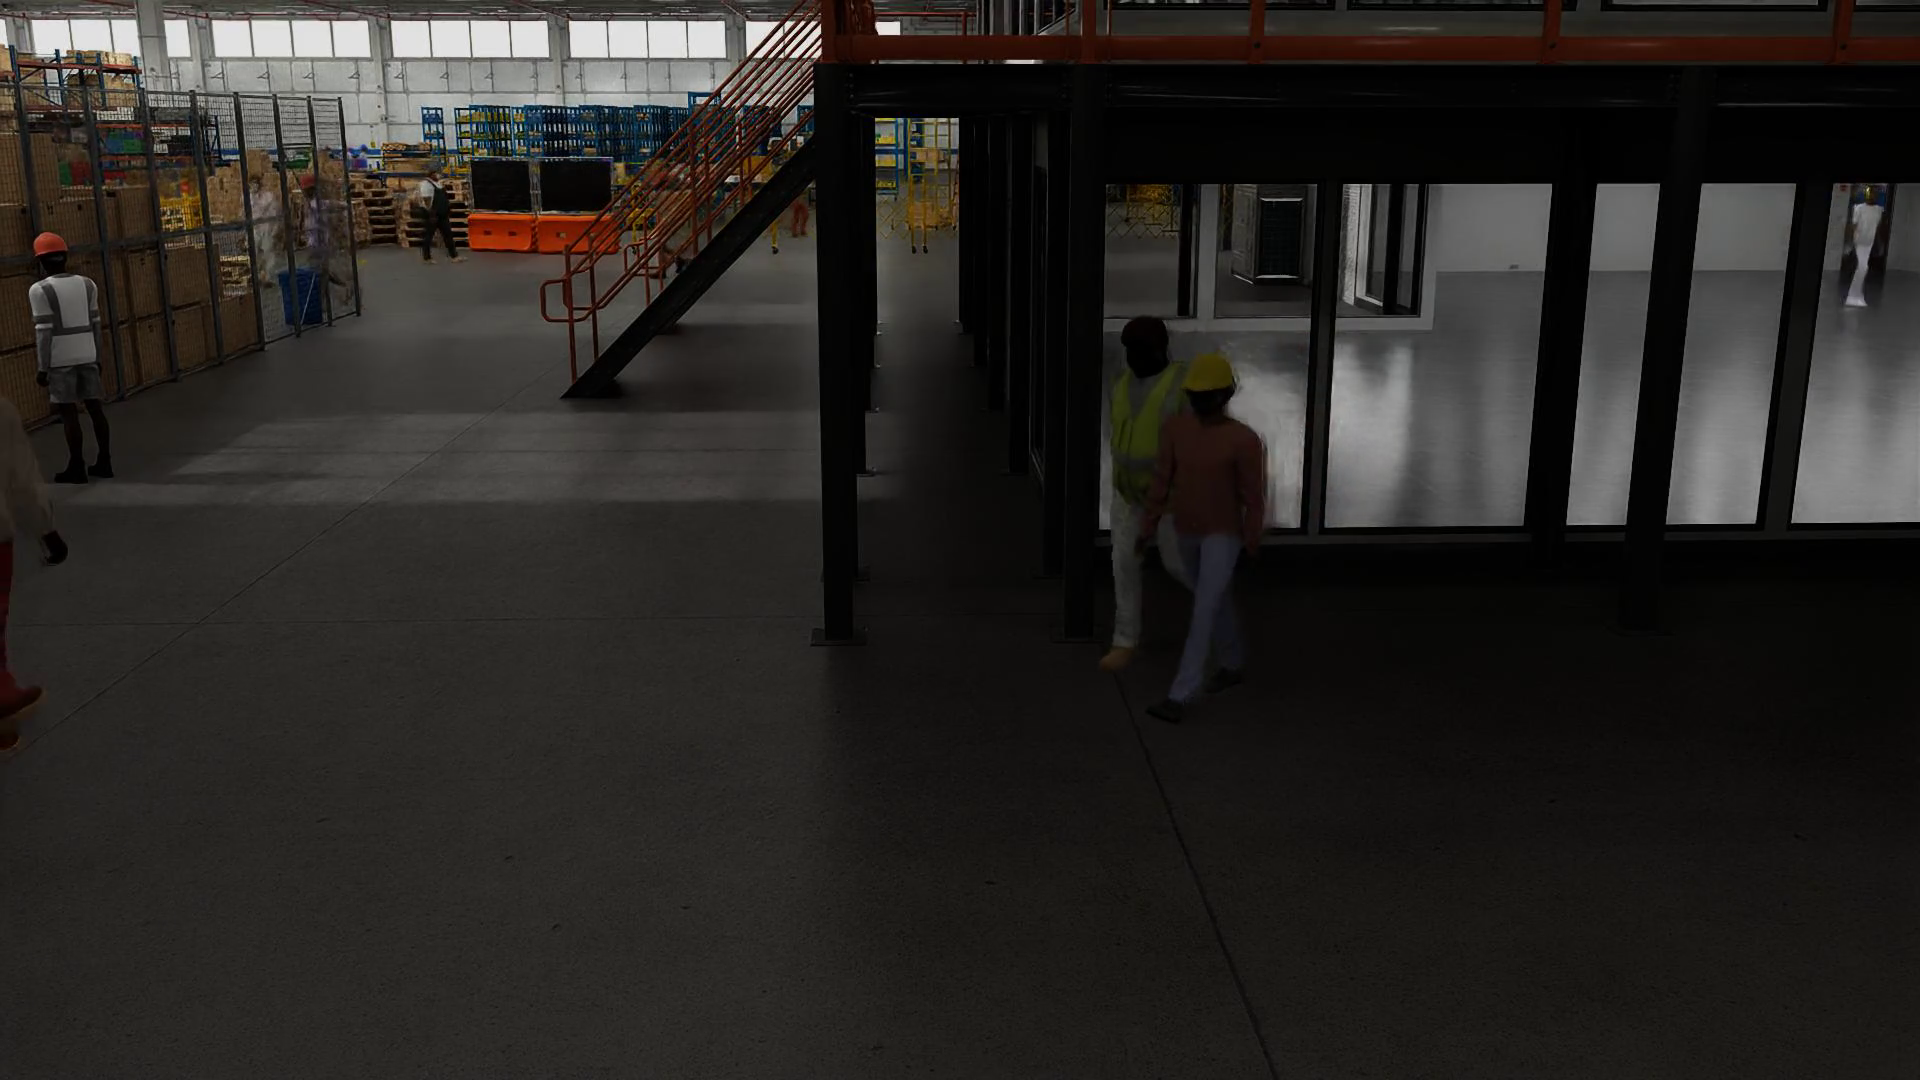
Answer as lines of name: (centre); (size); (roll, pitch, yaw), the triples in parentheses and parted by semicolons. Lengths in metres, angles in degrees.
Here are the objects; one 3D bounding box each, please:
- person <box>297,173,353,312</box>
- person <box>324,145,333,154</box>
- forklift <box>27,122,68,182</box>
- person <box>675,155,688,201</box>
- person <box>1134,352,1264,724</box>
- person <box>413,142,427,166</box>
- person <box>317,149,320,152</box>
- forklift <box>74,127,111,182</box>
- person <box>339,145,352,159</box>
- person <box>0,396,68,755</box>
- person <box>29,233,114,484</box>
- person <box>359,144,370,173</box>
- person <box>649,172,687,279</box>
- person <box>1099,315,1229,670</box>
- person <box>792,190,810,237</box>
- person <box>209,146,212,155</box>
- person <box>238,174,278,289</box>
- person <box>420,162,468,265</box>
person: (-9.452, -4.382, 24.568); (0.665, 2.031, 0.622); (-4, 15, -17)
person: (-31.463, -18.812, 82.904); (0.898, 1.705, 0.556); (5, 15, 21)
forklift: (-35.376, -14.773, 64.377); (1.129, 2.768, 1.873); (-1, 14, -2)
person: (-8.791, -11.269, 52.493); (0.466, 1.838, 0.547); (9, 17, 32)
person: (1.130, -0.023, 7.797); (0.537, 1.713, 0.946); (14, 19, 43)
person: (-25.935, -18.139, 79.857); (0.652, 1.888, 0.434); (-12, 18, -39)
person: (-31.063, -18.237, 80.317); (0.392, 1.847, 0.563); (3, 14, 11)
forklift: (-37.851, -16.734, 72.216); (1.129, 2.768, 1.873); (-1, 14, -2)
person: (-27.433, -16.759, 74.436); (0.586, 1.835, 0.403); (2, 14, 7)
person: (-4.282, -0.046, 7.366); (0.625, 1.967, 0.852); (2, 14, 9)
person: (-6.892, -1.396, 12.846); (0.374, 1.927, 0.542); (7, 16, 26)
person: (-24.108, -15.031, 67.329); (0.494, 1.930, 0.639); (-2, 14, -6)
person: (-5.293, -5.658, 29.906); (0.602, 1.923, 0.546); (-4, 15, -16)
person: (1.057, -0.266, 8.578); (0.629, 1.810, 0.817); (13, 19, 41)
person: (-3.882, -8.284, 40.747); (0.574, 1.743, 0.550); (3, 14, 10)
person: (-41.585, -21.213, 92.035); (0.552, 1.933, 0.374); (7, 16, 25)
person: (-11.797, -5.164, 27.922); (0.662, 1.913, 0.773); (0, 14, -2)
person: (-10.256, -6.447, 32.801); (0.972, 2.000, 0.689); (4, 15, 15)
